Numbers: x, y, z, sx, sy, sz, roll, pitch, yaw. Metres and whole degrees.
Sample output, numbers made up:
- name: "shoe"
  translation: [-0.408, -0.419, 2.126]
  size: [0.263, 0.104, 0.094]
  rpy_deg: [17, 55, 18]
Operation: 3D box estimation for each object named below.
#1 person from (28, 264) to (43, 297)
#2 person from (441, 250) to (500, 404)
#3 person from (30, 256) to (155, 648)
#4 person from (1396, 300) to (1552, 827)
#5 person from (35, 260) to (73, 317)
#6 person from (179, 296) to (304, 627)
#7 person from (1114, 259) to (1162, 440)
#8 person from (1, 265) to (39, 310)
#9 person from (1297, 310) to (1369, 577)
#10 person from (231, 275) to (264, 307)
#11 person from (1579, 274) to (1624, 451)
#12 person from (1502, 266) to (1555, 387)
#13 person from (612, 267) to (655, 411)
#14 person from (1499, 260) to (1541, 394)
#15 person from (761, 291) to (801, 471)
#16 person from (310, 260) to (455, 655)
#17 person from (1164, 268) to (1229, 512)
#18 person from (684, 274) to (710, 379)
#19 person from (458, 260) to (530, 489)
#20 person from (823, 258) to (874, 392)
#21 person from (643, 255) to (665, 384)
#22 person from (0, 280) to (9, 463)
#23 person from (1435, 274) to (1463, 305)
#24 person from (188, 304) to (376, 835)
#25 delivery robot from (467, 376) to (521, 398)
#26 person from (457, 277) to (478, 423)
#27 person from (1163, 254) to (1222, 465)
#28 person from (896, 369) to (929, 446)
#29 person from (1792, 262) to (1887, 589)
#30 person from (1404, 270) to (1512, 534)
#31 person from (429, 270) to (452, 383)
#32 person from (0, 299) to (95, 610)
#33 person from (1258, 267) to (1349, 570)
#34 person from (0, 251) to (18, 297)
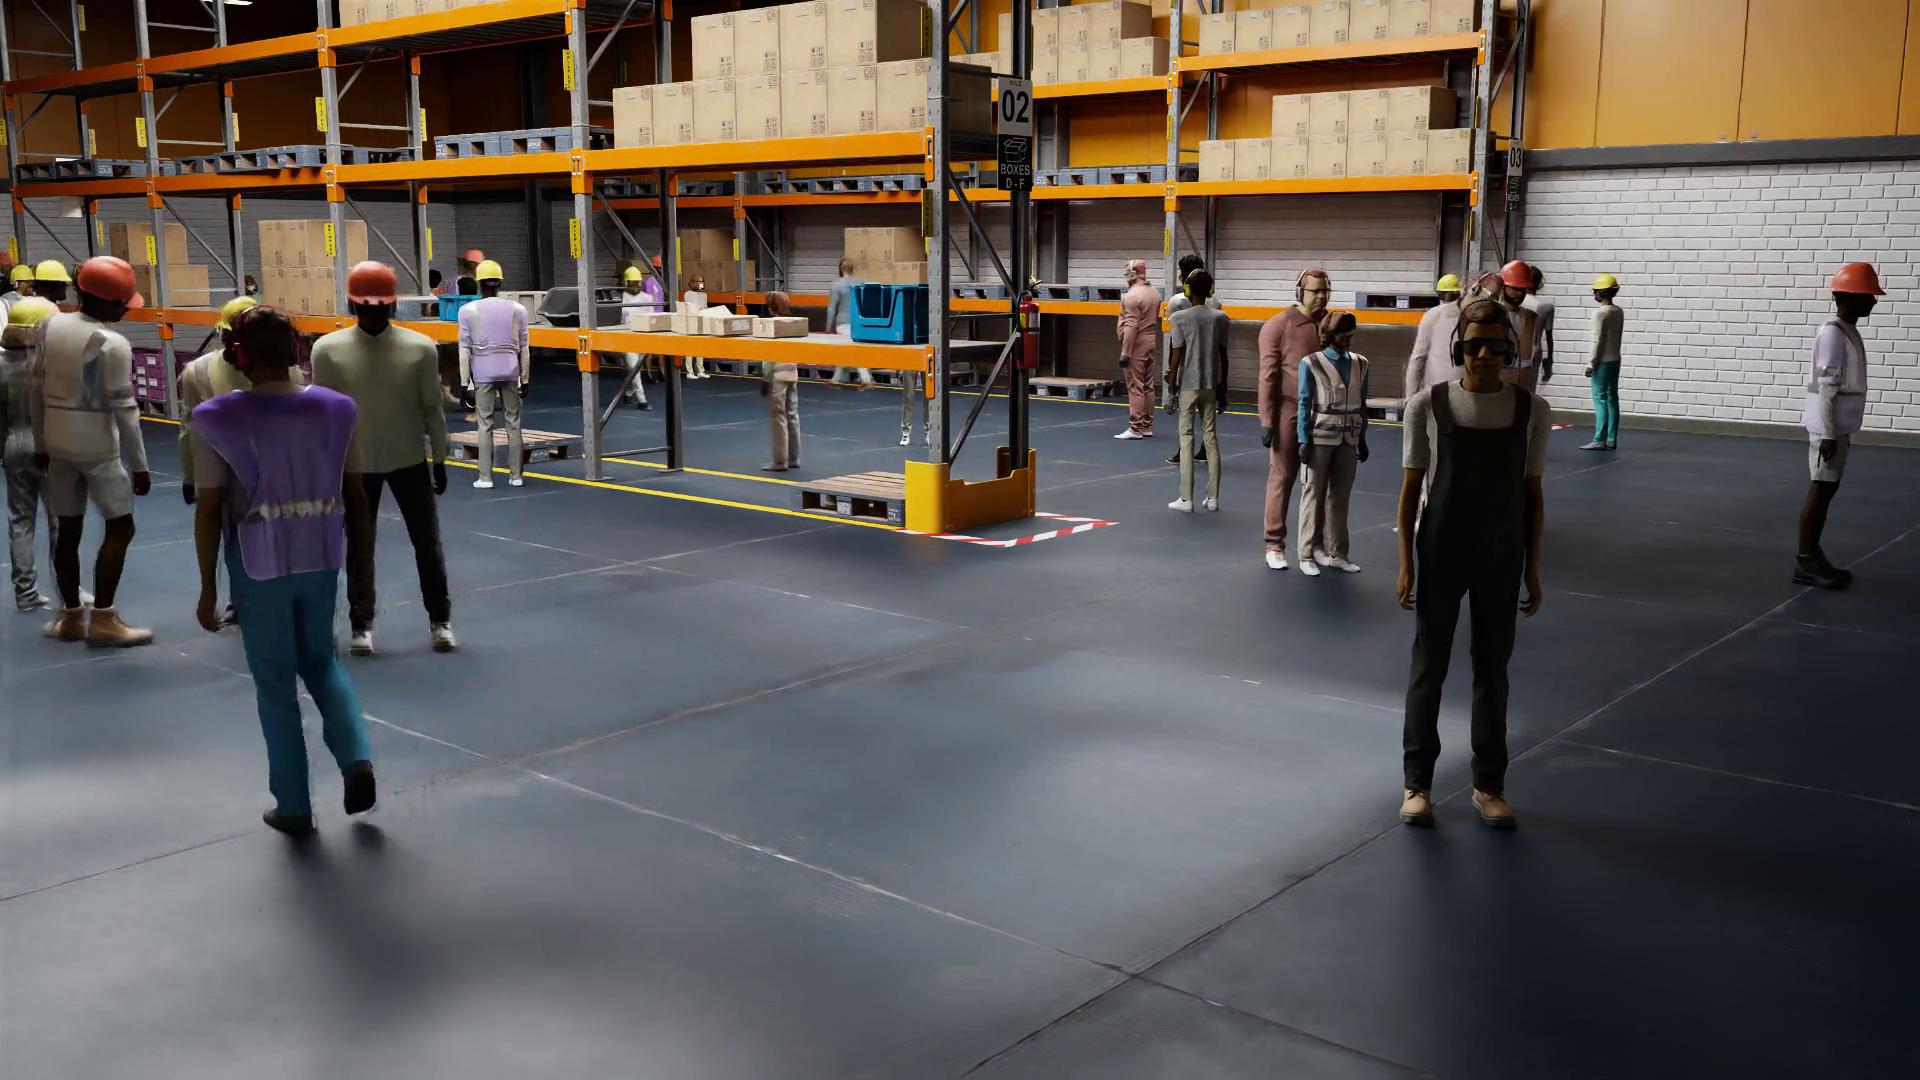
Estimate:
- name: "person"
  translation: [-11.056, -2.387, 19.985]
  size: [0.430, 1.835, 0.622]
  rpy_deg: [2, 10, 9]
- name: "person"
  translation: [-6.389, -2.753, 21.588]
  size: [0.983, 1.982, 0.633]
  rpy_deg: [0, 10, 0]
- name: "person"
  translation: [-4.464, -0.444, 8.500]
  size: [0.743, 1.988, 0.386]
  rpy_deg: [4, 11, 22]
- name: "person"
  translation: [1.789, 0.090, 5.829]
  size: [0.507, 1.846, 0.345]
  rpy_deg: [1, 10, 5]
- name: "person"
  translation: [-7.916, -1.484, 14.579]
  size: [0.425, 1.911, 0.619]
  rpy_deg: [-4, 11, -23]
- name: "person"
  translation: [-3.697, -0.371, 8.660]
  size: [0.678, 1.766, 0.922]
  rpy_deg: [-4, 11, -19]
- name: "person"
  translation: [1.865, -2.013, 17.642]
  size: [0.407, 1.903, 0.639]
  rpy_deg: [6, 12, 31]
- name: "person"
  translation: [-10.532, -2.181, 18.788]
  size: [0.404, 1.833, 0.591]
  rpy_deg: [3, 10, 14]
- name: "person"
  translation: [2.309, -0.601, 10.330]
  size: [0.520, 1.645, 0.307]
  rpy_deg: [-4, 11, -24]
- name: "person"
  translation: [-10.270, -3.016, 24.100]
  size: [0.507, 1.636, 0.274]
  rpy_deg: [-9, 13, -42]
- name: "person"
  translation: [6.438, -1.776, 16.678]
  size: [0.527, 1.768, 0.331]
  rpy_deg: [-8, 13, -39]
- name: "person"
  translation: [5.451, -1.712, 16.076]
  size: [0.539, 1.845, 0.719]
  rpy_deg: [3, 10, 17]
- name: "person"
  translation: [-4.123, -2.544, 20.963]
  size: [0.597, 1.798, 0.913]
  rpy_deg: [-8, 13, -37]
- name: "person"
  translation: [3.970, -1.050, 12.061]
  size: [0.551, 1.932, 0.373]
  rpy_deg: [-3, 10, -18]
- name: "person"
  translation: [-1.635, -1.445, 15.150]
  size: [0.310, 1.638, 0.522]
  rpy_deg: [5, 11, 25]
- name: "person"
  translation: [-2.866, -0.386, 8.204]
  size: [0.648, 1.966, 0.492]
  rpy_deg: [-3, 10, -16]
- name: "person"
  translation: [1.821, -1.147, 12.801]
  size: [0.532, 1.868, 0.310]
  rpy_deg: [-3, 10, -18]
- name: "person"
  translation: [-4.096, -3.322, 25.877]
  size: [0.277, 1.629, 0.496]
  rpy_deg: [7, 12, 35]
- name: "person"
  translation: [-3.924, -1.387, 14.029]
  size: [0.590, 1.922, 0.392]
  rpy_deg: [-6, 11, -29]
- name: "person"
  translation: [-1.573, -3.040, 23.550]
  size: [1.043, 1.894, 0.638]
  rpy_deg: [8, 13, 39]
- name: "person"
  translation: [-4.484, -3.294, 24.881]
  size: [0.408, 1.928, 0.546]
  rpy_deg: [6, 12, 33]
- name: "person"
  translation: [-9.010, -1.627, 15.493]
  size: [0.350, 1.883, 0.583]
  rpy_deg: [1, 10, 6]
- name: "person"
  translation: [4.726, -1.697, 16.224]
  size: [0.532, 1.768, 0.311]
  rpy_deg: [-7, 12, -36]
- name: "person"
  translation: [-2.308, 0.118, 5.699]
  size: [0.433, 1.833, 0.560]
  rpy_deg: [9, 13, 41]
- name: "delivery robot"
  translation: [-5.828, -1.927, 20.713]
  size: [0.707, 0.478, 0.477]
  rpy_deg: [-2, 10, -12]
- name: "person"
  translation: [-5.672, -2.209, 19.368]
  size: [0.319, 1.686, 0.533]
  rpy_deg: [-2, 10, -11]
- name: "person"
  translation: [2.155, -1.668, 15.493]
  size: [0.614, 1.962, 0.366]
  rpy_deg: [-7, 12, -34]
- name: "person"
  translation: [-0.414, -1.777, 17.055]
  size: [0.504, 1.632, 0.269]
  rpy_deg: [-1, 10, -4]
- name: "person"
  translation: [5.268, -0.682, 9.959]
  size: [0.374, 1.935, 0.552]
  rpy_deg: [7, 12, 35]
- name: "person"
  translation: [3.449, -0.930, 11.616]
  size: [0.728, 1.862, 0.395]
  rpy_deg: [3, 10, 16]
- name: "person"
  translation: [-7.904, -3.223, 25.118]
  size: [0.318, 1.700, 0.545]
  rpy_deg: [4, 11, 21]
- name: "person"
  translation: [-5.158, -0.473, 9.323]
  size: [0.490, 1.742, 0.321]
  rpy_deg: [1, 10, 5]
- name: "person"
  translation: [2.194, -0.761, 10.505]
  size: [0.652, 1.904, 0.403]
  rpy_deg: [-3, 11, -19]
- name: "person"
  translation: [-13.048, -2.974, 22.883]
  size: [0.644, 1.977, 0.483]
  rpy_deg: [2, 10, 14]
